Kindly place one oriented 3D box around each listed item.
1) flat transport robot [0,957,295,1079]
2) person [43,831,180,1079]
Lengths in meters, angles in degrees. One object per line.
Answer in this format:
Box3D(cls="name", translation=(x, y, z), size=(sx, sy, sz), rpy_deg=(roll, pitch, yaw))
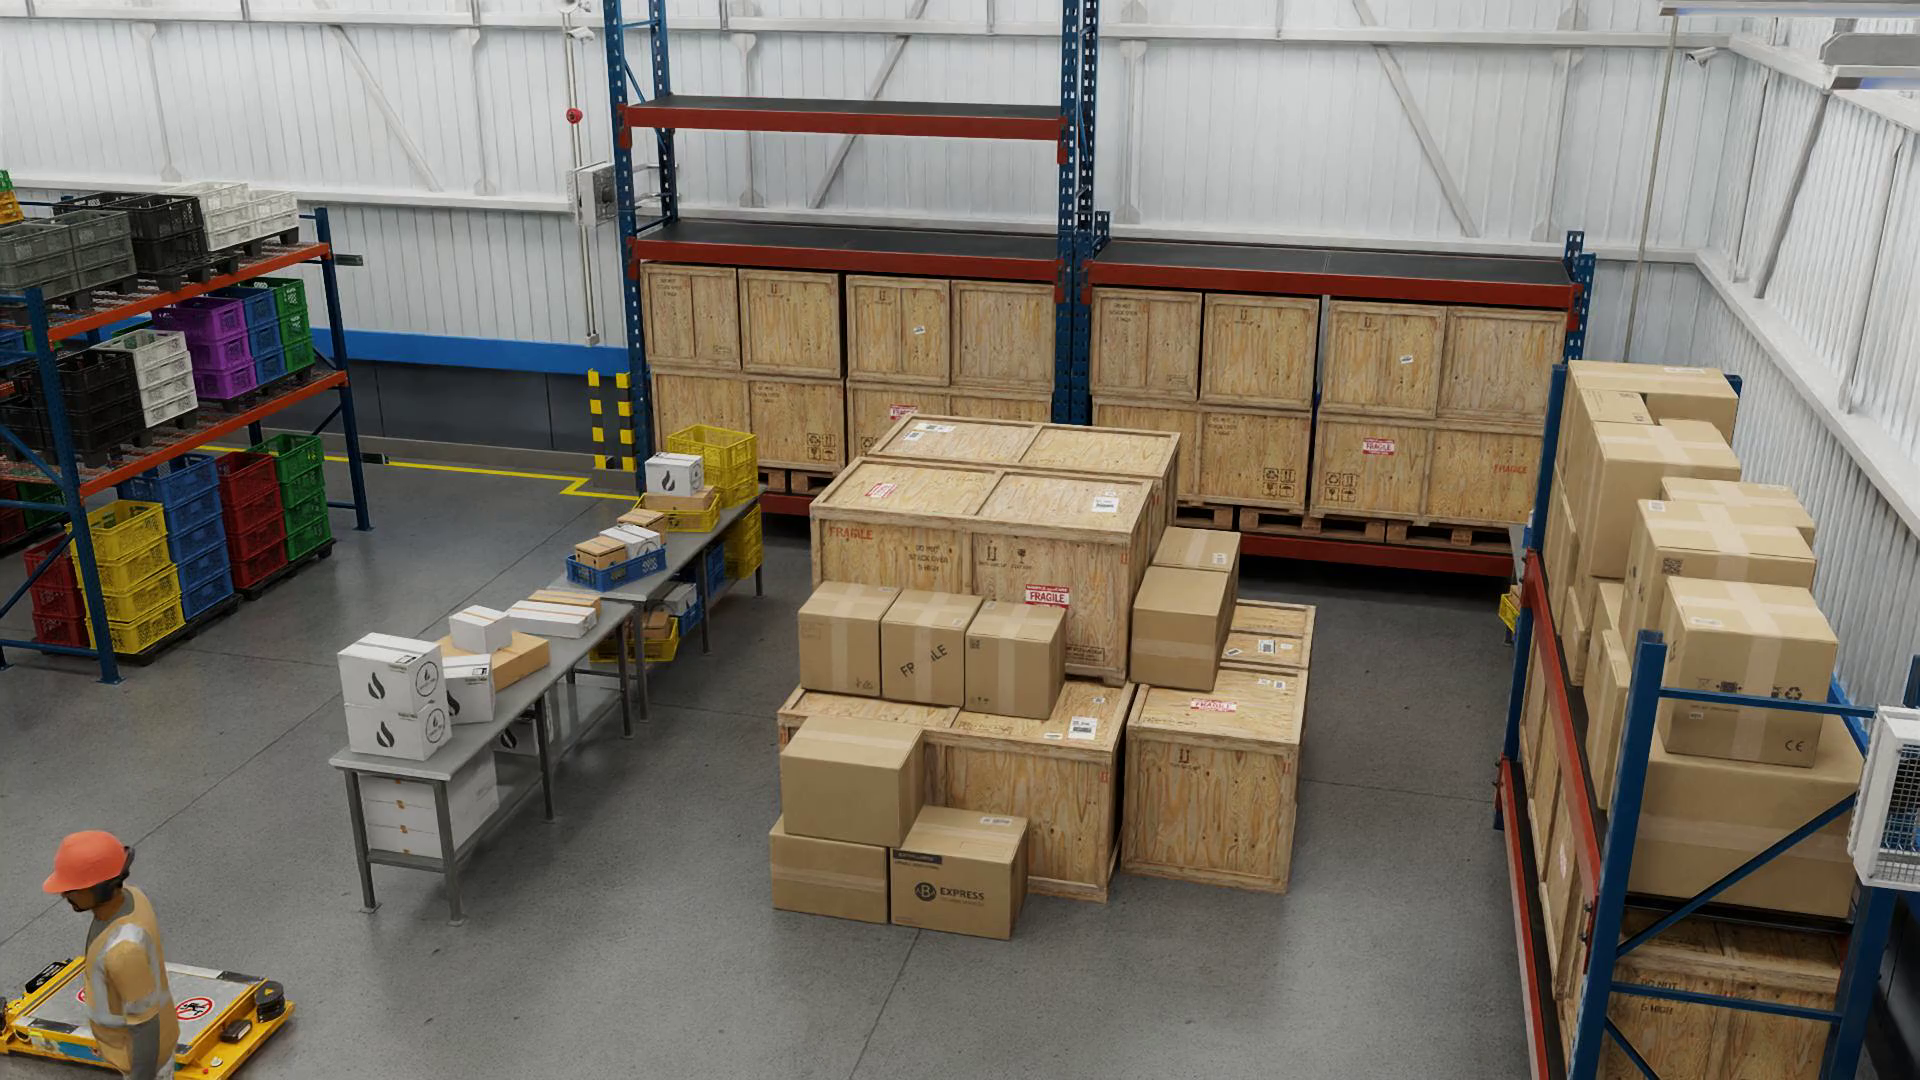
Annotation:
Box3D(cls="flat transport robot", translation=(-4.270, 2.464, 8.601), size=(1.431, 0.231, 0.659), rpy_deg=(5, 22, 13))
Box3D(cls="person", translation=(-3.495, 2.123, 7.013), size=(0.376, 2.041, 0.612), rpy_deg=(-12, 24, -28))
